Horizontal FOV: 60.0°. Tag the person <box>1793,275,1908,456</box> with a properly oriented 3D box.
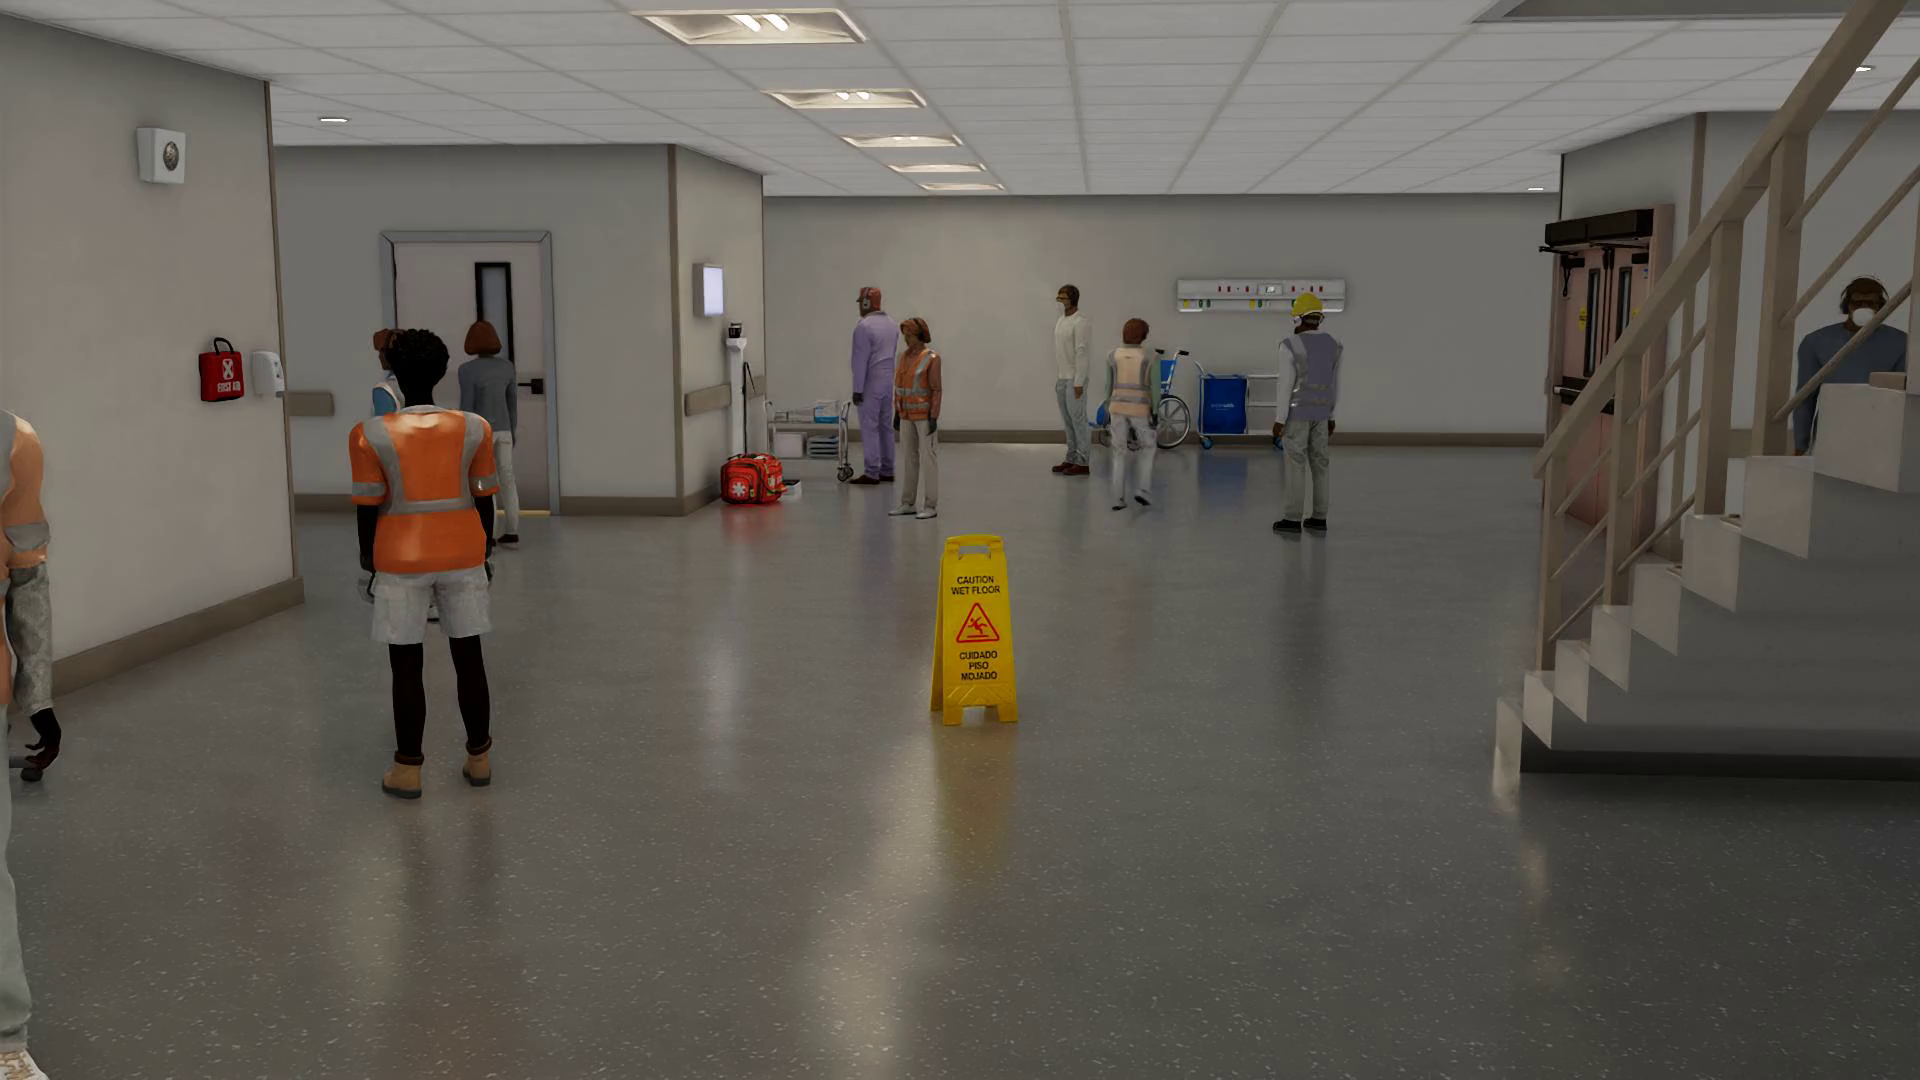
[{"bbox_3d":[5.141,-0.549,9.583,0.630,1.932,0.379,5,10,28],"label":"person"}]

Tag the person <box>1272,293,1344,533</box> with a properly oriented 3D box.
[{"bbox_3d":[2.642,-0.969,12.755,0.601,1.831,0.404,-5,9,-28],"label":"person"}]

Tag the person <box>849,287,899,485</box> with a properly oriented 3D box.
[{"bbox_3d":[-0.851,-1.486,16.061,0.400,1.902,0.648,5,10,28],"label":"person"}]

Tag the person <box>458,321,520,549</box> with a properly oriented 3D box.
[{"bbox_3d":[-3.381,-0.749,11.932,0.266,1.632,0.507,6,10,34],"label":"person"}]

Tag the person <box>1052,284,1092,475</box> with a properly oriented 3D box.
[{"bbox_3d":[1.132,-1.619,16.860,0.372,1.932,0.628,-3,9,-18],"label":"person"}]

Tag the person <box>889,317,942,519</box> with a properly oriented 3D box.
[{"bbox_3d":[-0.352,-0.992,13.566,0.312,1.639,0.512,-8,12,-44],"label":"person"}]

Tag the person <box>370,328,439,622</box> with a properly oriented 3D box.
[{"bbox_3d":[-3.026,-0.329,9.058,0.305,1.639,0.522,1,8,9],"label":"person"}]

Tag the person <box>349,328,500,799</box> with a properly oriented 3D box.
[{"bbox_3d":[-1.929,0.087,6.034,0.535,1.697,0.318,-6,10,-34],"label":"person"}]

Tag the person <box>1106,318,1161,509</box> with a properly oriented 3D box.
[{"bbox_3d":[1.462,-1.065,14.126,0.528,1.622,0.453,4,9,24],"label":"person"}]

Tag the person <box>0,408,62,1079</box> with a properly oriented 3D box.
[{"bbox_3d":[-2.269,0.329,3.599,0.588,1.930,0.358,-7,11,-38],"label":"person"}]
